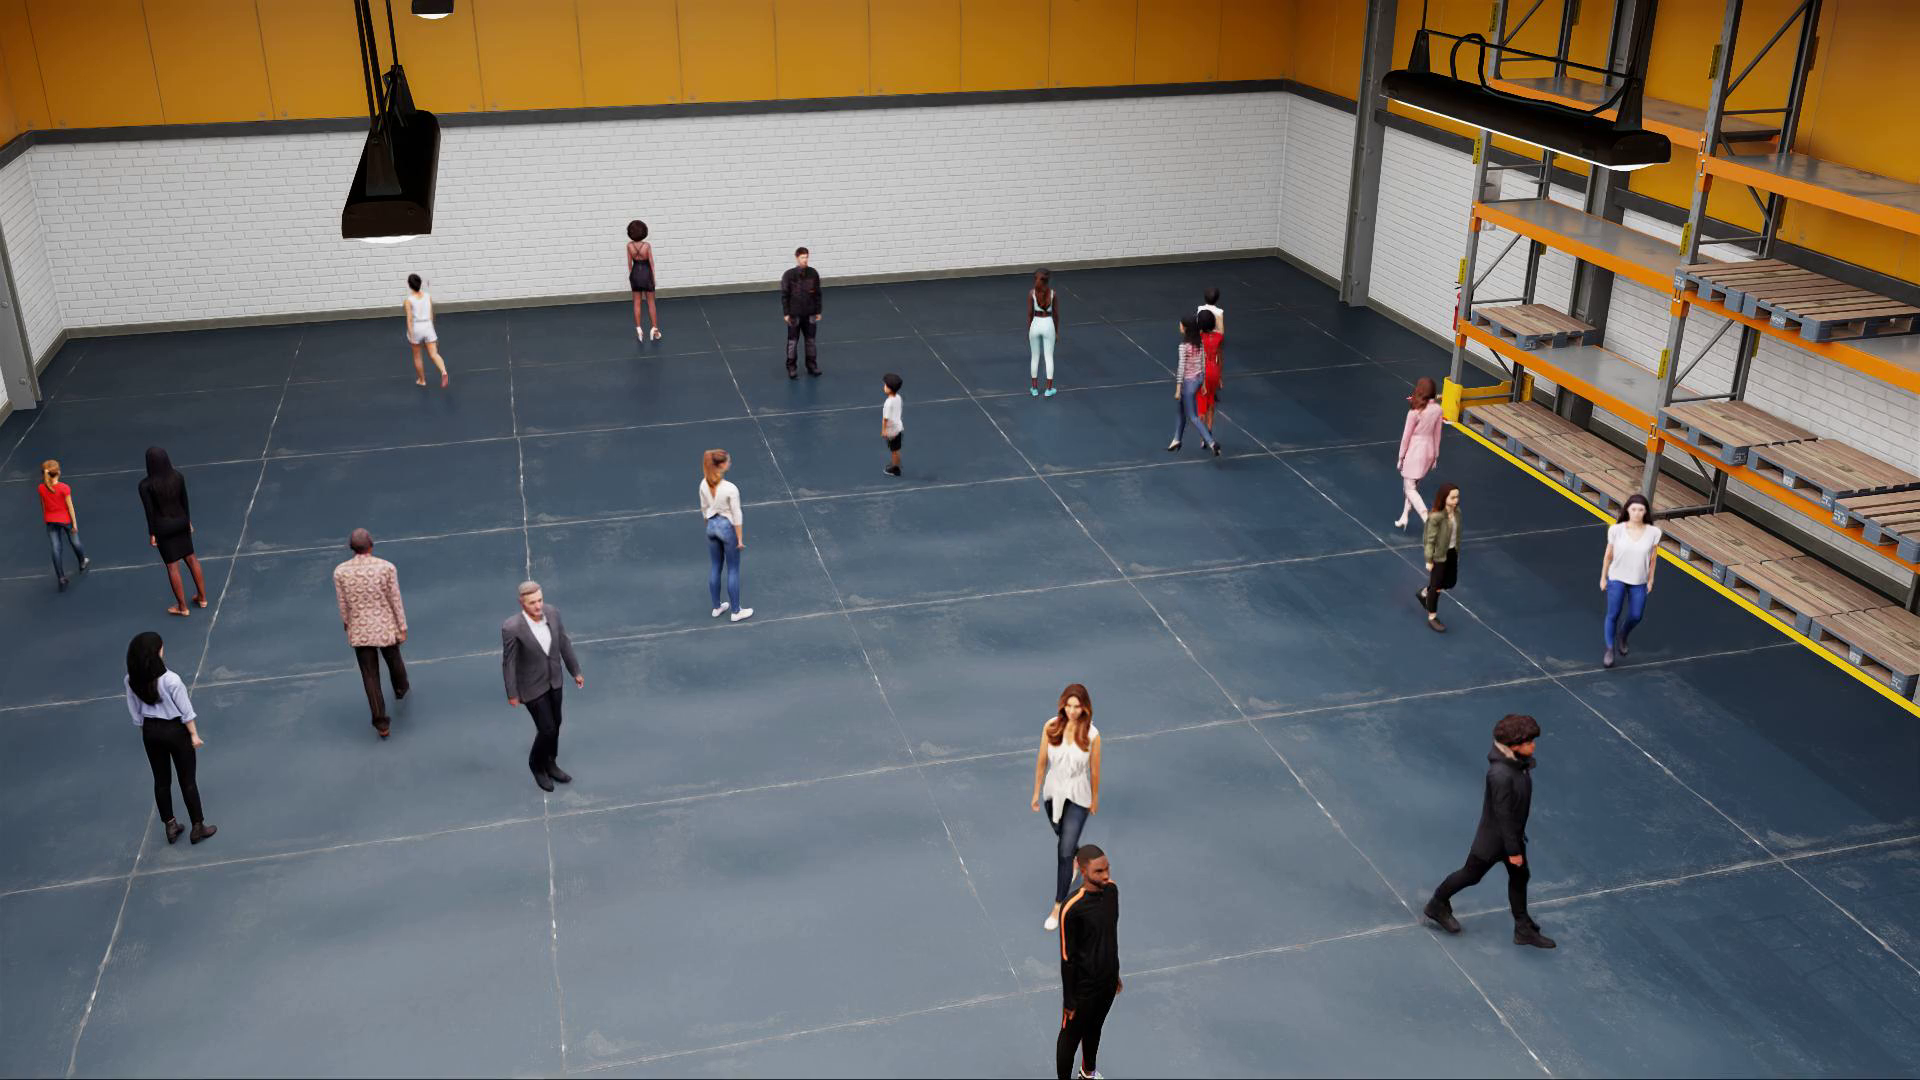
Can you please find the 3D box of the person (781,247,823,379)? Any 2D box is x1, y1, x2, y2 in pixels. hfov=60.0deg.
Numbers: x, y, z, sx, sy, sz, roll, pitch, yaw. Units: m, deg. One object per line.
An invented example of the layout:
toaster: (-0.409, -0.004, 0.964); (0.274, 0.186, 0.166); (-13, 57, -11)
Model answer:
person: (-2.190, -3.142, 22.933); (0.742, 1.834, 0.611); (-9, 25, -19)

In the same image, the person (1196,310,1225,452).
person: (3.018, -1.920, 20.273); (0.588, 1.726, 0.680); (-5, 24, -12)

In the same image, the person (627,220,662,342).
person: (-4.699, -3.835, 24.576); (0.639, 1.788, 0.644); (2, 24, 5)

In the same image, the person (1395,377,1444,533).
person: (4.926, -0.827, 17.708); (0.672, 1.778, 1.048); (-8, 25, -18)

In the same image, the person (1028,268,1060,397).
person: (1.100, -2.787, 22.258); (0.641, 1.725, 0.644); (3, 24, 7)

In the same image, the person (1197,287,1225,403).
person: (3.295, -2.587, 22.012); (0.638, 1.554, 0.700); (13, 27, 28)

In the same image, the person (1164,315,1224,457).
person: (2.827, -1.777, 19.913); (1.124, 1.752, 0.989); (20, 31, 38)

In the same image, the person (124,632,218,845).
person: (-5.945, 1.483, 12.462); (0.723, 1.747, 0.692); (3, 24, 6)

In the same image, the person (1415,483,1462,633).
person: (4.551, 0.130, 15.907); (0.709, 1.467, 0.814); (-15, 28, -30)

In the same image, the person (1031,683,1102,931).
person: (0.777, 1.785, 11.766); (1.023, 1.750, 1.133); (11, 26, 23)

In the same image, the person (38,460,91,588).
person: (-9.108, -0.150, 16.776); (0.517, 1.284, 0.890); (-4, 24, -10)

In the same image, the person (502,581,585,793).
person: (-3.389, 1.120, 13.203); (0.900, 1.818, 0.845); (14, 27, 28)

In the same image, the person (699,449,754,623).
person: (-2.282, -0.053, 16.008); (0.666, 1.720, 0.733); (14, 27, 29)

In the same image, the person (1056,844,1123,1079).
person: (0.759, 2.587, 9.859); (0.706, 1.808, 0.701); (-21, 31, -39)

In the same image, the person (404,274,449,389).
person: (-7.216, -2.781, 22.414); (1.024, 1.589, 0.849); (21, 31, 40)

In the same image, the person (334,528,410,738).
person: (-4.932, 0.810, 13.974); (0.690, 1.768, 1.119); (-7, 25, -15)

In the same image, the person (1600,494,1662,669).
person: (6.063, 0.355, 15.135); (0.754, 1.673, 0.807); (6, 24, 14)

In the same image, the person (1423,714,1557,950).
person: (3.587, 1.980, 11.323); (1.182, 1.748, 1.060); (16, 28, 32)

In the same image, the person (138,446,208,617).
person: (-7.651, -0.104, 16.127); (0.718, 1.720, 0.668); (14, 27, 29)

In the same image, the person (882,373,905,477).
person: (-0.728, -1.342, 19.541); (0.644, 1.253, 0.566); (9, 25, 20)
